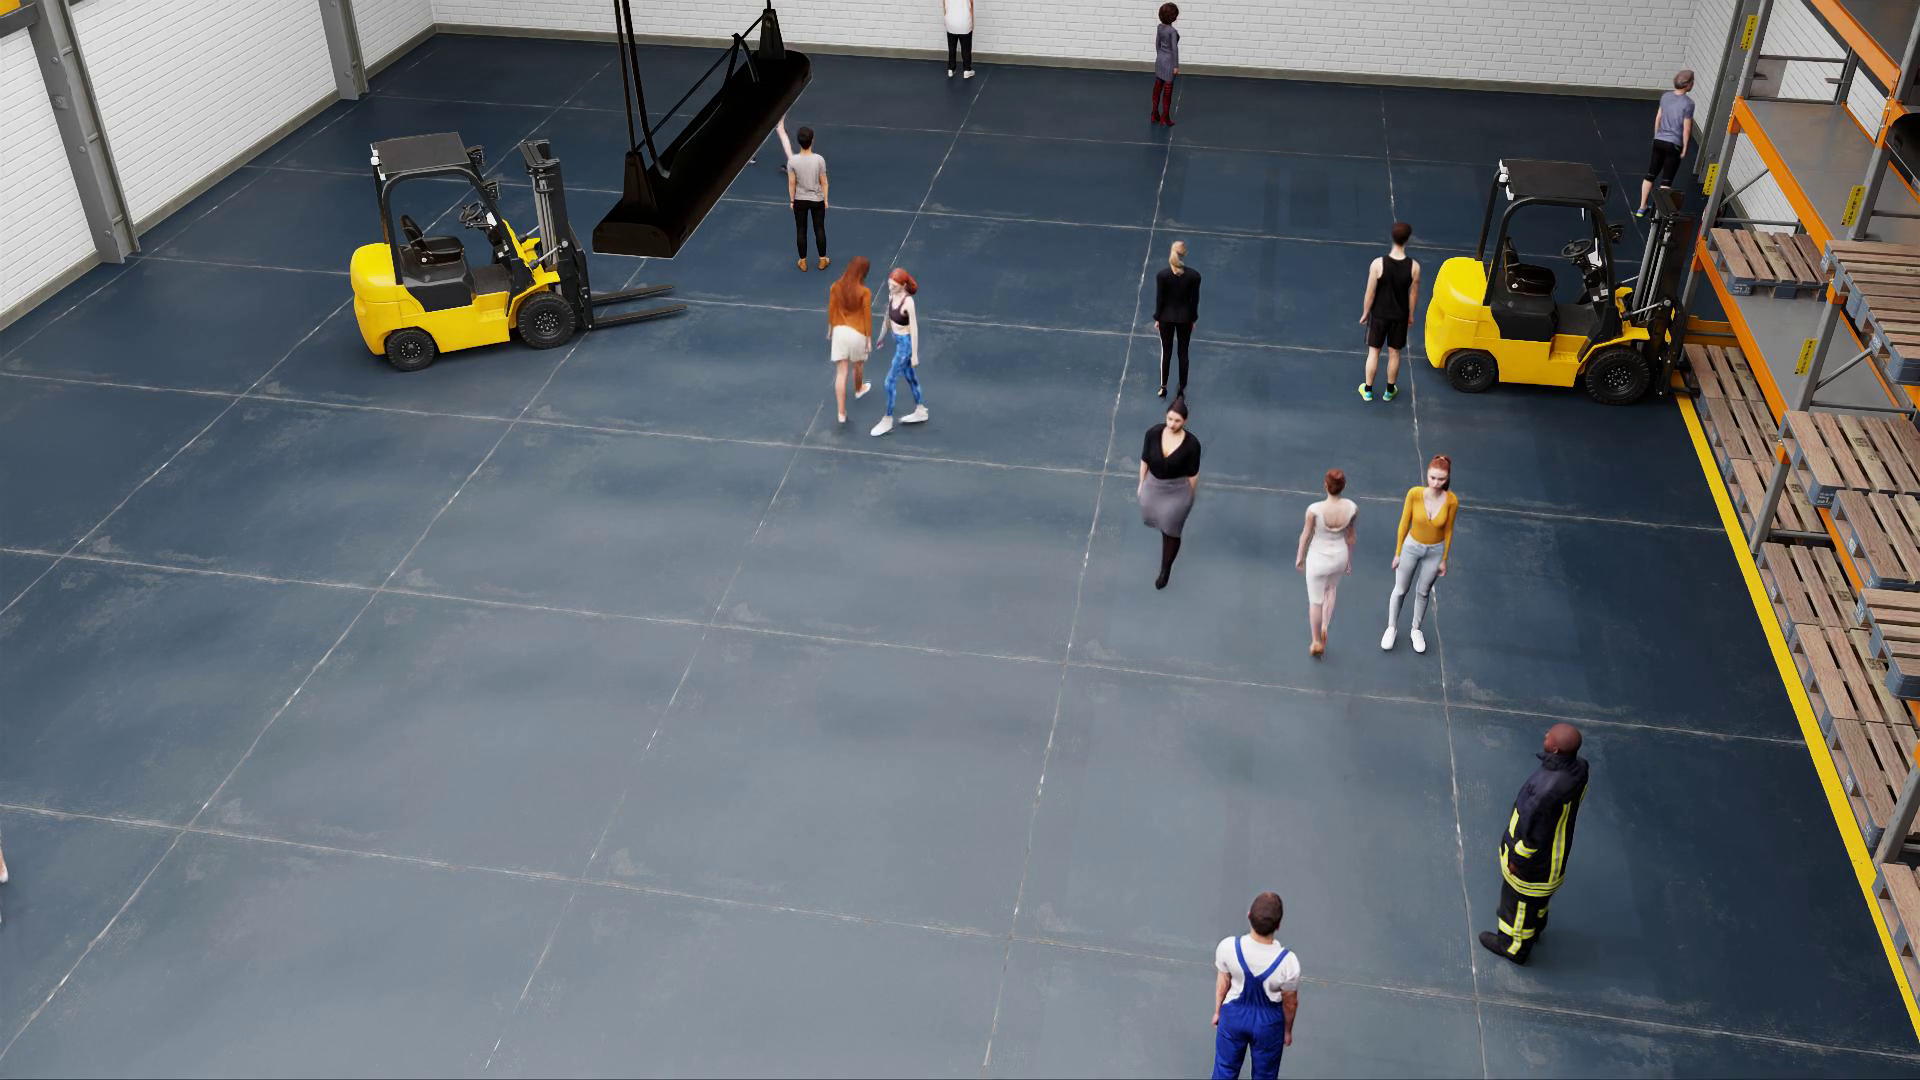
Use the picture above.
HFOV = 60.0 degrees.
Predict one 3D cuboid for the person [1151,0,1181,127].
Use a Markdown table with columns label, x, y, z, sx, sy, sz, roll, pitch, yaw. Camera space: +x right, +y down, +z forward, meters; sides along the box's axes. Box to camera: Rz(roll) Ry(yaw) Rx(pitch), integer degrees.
| label | x | y | z | sx | sy | sz | roll | pitch | yaw |
| --- | --- | --- | --- | --- | --- | --- | --- | --- | --- |
| person | 2.919 | -6.750 | 23.589 | 0.724 | 1.710 | 0.653 | -19 | 38 | -26 |

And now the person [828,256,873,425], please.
| label | x | y | z | sx | sy | sz | roll | pitch | yaw |
| --- | --- | --- | --- | --- | --- | --- | --- | --- | --- |
| person | -1.111 | -1.937 | 16.397 | 0.671 | 1.655 | 1.109 | 6 | 34 | 9 |

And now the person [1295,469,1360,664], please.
| label | x | y | z | sx | sy | sz | roll | pitch | yaw |
| --- | --- | --- | --- | --- | --- | --- | --- | --- | --- |
| person | 2.877 | 0.246 | 12.996 | 0.647 | 1.784 | 0.647 | -1 | 34 | -2 |

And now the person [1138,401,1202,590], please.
| label | x | y | z | sx | sy | sz | roll | pitch | yaw |
| --- | --- | --- | --- | --- | --- | --- | --- | --- | --- |
| person | 1.776 | -0.436 | 14.063 | 0.836 | 1.739 | 1.020 | 17 | 37 | 23 |

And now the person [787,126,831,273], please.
| label | x | y | z | sx | sy | sz | roll | pitch | yaw |
| --- | --- | --- | --- | --- | --- | --- | --- | --- | --- |
| person | -1.769 | -3.984 | 19.415 | 0.656 | 1.723 | 0.601 | -2 | 34 | -3 |

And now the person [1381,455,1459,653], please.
| label | x | y | z | sx | sy | sz | roll | pitch | yaw |
| --- | --- | --- | --- | --- | --- | --- | --- | --- | --- |
| person | 3.678 | 0.101 | 13.245 | 0.583 | 1.751 | 0.555 | 7 | 34 | 10 |

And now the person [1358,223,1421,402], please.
| label | x | y | z | sx | sy | sz | roll | pitch | yaw |
| --- | --- | --- | --- | --- | --- | --- | --- | --- | --- |
| person | 4.309 | -2.271 | 16.687 | 0.675 | 1.891 | 0.566 | 5 | 34 | 7 |

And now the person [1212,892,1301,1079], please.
| label | x | y | z | sx | sy | sz | roll | pitch | yaw |
| --- | --- | --- | --- | --- | --- | --- | --- | --- | --- |
| person | 1.624 | 2.680 | 9.275 | 0.657 | 1.851 | 0.609 | 11 | 35 | 16 |

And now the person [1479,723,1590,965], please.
| label | x | y | z | sx | sy | sz | roll | pitch | yaw |
| --- | --- | --- | --- | --- | --- | --- | --- | --- | --- |
| person | 3.673 | 1.888 | 10.492 | 0.909 | 1.823 | 0.806 | 27 | 42 | 34 |

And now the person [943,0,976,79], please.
| label | x | y | z | sx | sy | sz | roll | pitch | yaw |
| --- | --- | --- | --- | --- | --- | --- | --- | --- | --- |
| person | -0.010 | -7.936 | 25.390 | 0.703 | 1.691 | 0.674 | 13 | 36 | 18 |

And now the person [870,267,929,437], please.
| label | x | y | z | sx | sy | sz | roll | pitch | yaw |
| --- | --- | --- | --- | --- | --- | --- | --- | --- | --- |
| person | -0.475 | -1.856 | 16.182 | 1.010 | 1.758 | 0.990 | -10 | 35 | -14 |

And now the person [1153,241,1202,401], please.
| label | x | y | z | sx | sy | sz | roll | pitch | yaw |
| --- | --- | --- | --- | --- | --- | --- | --- | --- | --- |
| person | 2.170 | -2.190 | 16.734 | 0.624 | 1.705 | 0.548 | 2 | 34 | 3 |

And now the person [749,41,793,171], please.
| label | x | y | z | sx | sy | sz | roll | pitch | yaw |
| --- | --- | --- | --- | --- | --- | --- | --- | --- | --- |
| person | -2.448 | -5.694 | 22.010 | 0.989 | 1.699 | 1.165 | 21 | 39 | 29 |

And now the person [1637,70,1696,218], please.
| label | x | y | z | sx | sy | sz | roll | pitch | yaw |
| --- | --- | --- | --- | --- | --- | --- | --- | --- | --- |
| person | 8.792 | -4.889 | 20.633 | 0.816 | 1.883 | 0.737 | -17 | 37 | -24 |
